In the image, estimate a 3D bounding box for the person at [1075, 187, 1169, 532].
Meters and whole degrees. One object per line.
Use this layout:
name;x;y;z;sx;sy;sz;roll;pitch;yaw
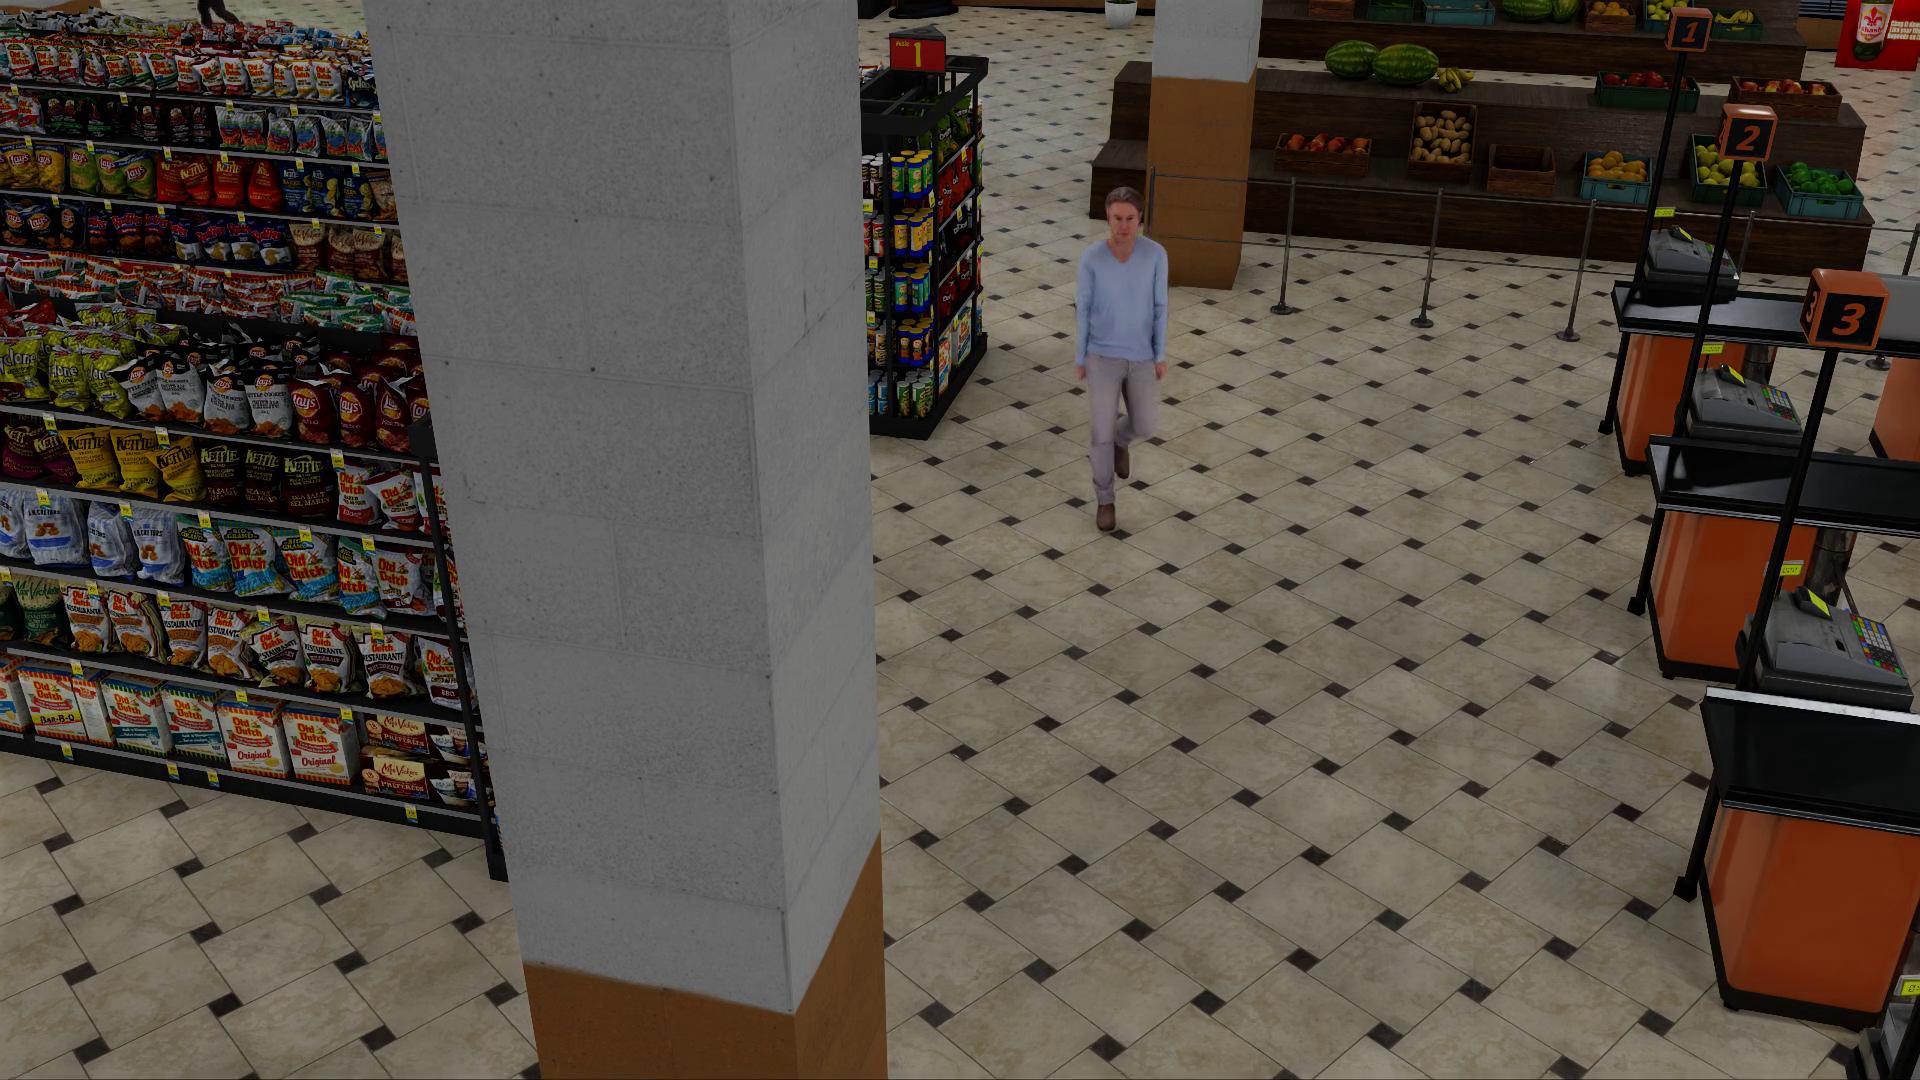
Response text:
person;0.859;-1.007;8.998;0.985;1.878;0.903;-1;29;-2
